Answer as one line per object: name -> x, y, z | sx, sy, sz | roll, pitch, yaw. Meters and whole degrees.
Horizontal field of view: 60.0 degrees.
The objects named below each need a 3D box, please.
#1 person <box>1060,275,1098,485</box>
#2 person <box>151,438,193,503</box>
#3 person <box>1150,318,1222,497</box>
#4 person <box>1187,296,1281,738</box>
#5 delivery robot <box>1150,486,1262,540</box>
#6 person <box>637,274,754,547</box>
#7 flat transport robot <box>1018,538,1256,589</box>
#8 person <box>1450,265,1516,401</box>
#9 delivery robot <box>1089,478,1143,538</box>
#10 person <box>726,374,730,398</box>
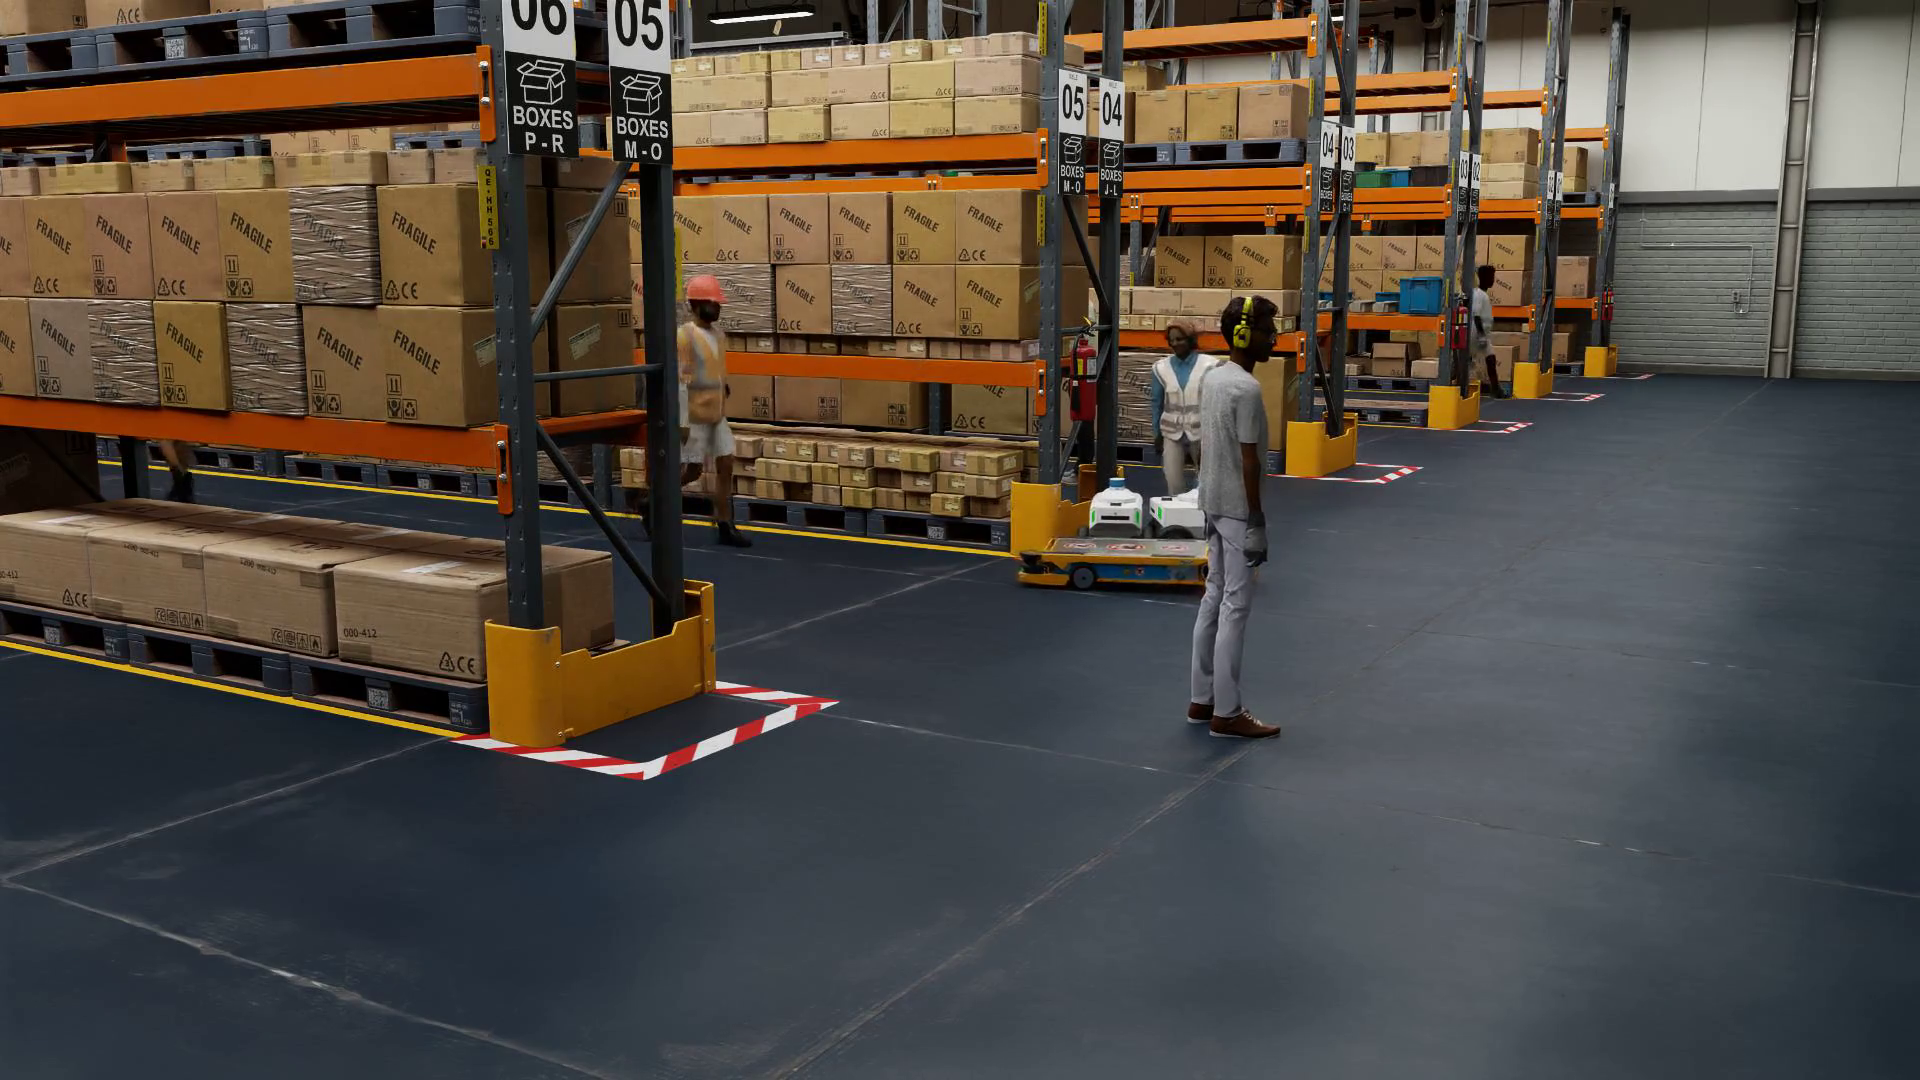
person -> 1.041, -1.477, 14.780 | 0.392, 1.989, 0.610 | 2, 10, 9
person -> -6.400, -1.222, 13.524 | 0.550, 1.912, 0.749 | -9, 13, -44
person -> 1.565, -0.704, 11.336 | 0.536, 1.614, 0.504 | 4, 10, 21
person -> 1.172, -0.097, 7.072 | 0.317, 1.863, 0.523 | -2, 10, -13
delivery robot -> 1.630, -0.168, 11.038 | 0.707, 0.478, 0.477 | 0, 10, -2
person -> -1.870, -0.895, 11.631 | 0.805, 1.916, 0.550 | 5, 11, 26
flat transport robot -> 1.111, 0.137, 10.357 | 1.431, 0.197, 0.652 | 1, 10, 8
person -> 7.303, -2.903, 23.374 | 0.995, 1.912, 0.614 | 6, 11, 31
delivery robot -> 1.042, -0.171, 11.052 | 0.477, 0.478, 0.707 | 1, 10, 7
person -> -2.351, -1.442, 14.809 | 0.811, 1.919, 0.549 | 6, 11, 31
